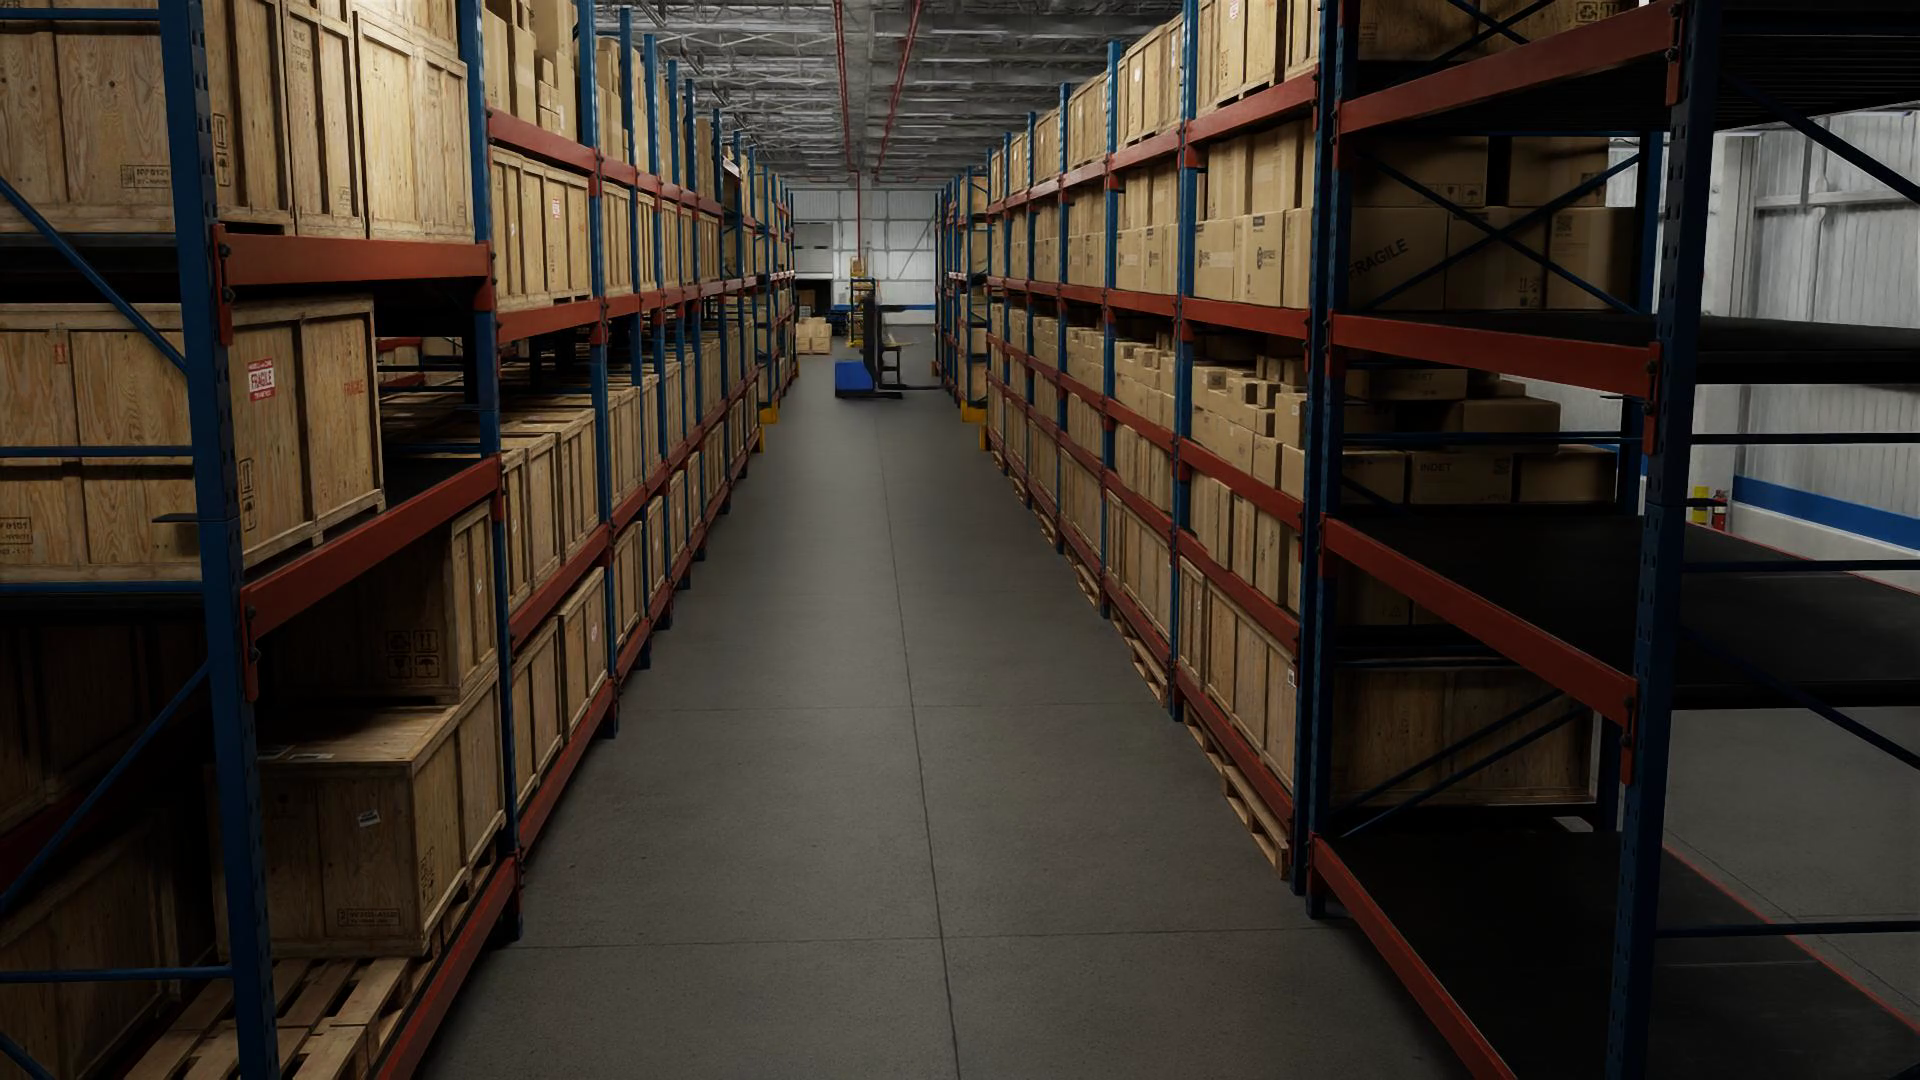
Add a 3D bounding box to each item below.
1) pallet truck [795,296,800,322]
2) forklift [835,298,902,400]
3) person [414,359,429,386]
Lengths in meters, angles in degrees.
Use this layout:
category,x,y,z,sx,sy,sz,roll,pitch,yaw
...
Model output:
category,x,y,z,sx,sy,sz,roll,pitch,yaw
pallet truck,-8.622,-12.439,91.403,1.885,1.965,0.823,2,10,13
forklift,-2.558,-5.342,46.376,1.873,2.768,1.129,0,10,-3
person,-11.038,-2.799,34.242,0.987,1.855,0.671,0,10,-1
